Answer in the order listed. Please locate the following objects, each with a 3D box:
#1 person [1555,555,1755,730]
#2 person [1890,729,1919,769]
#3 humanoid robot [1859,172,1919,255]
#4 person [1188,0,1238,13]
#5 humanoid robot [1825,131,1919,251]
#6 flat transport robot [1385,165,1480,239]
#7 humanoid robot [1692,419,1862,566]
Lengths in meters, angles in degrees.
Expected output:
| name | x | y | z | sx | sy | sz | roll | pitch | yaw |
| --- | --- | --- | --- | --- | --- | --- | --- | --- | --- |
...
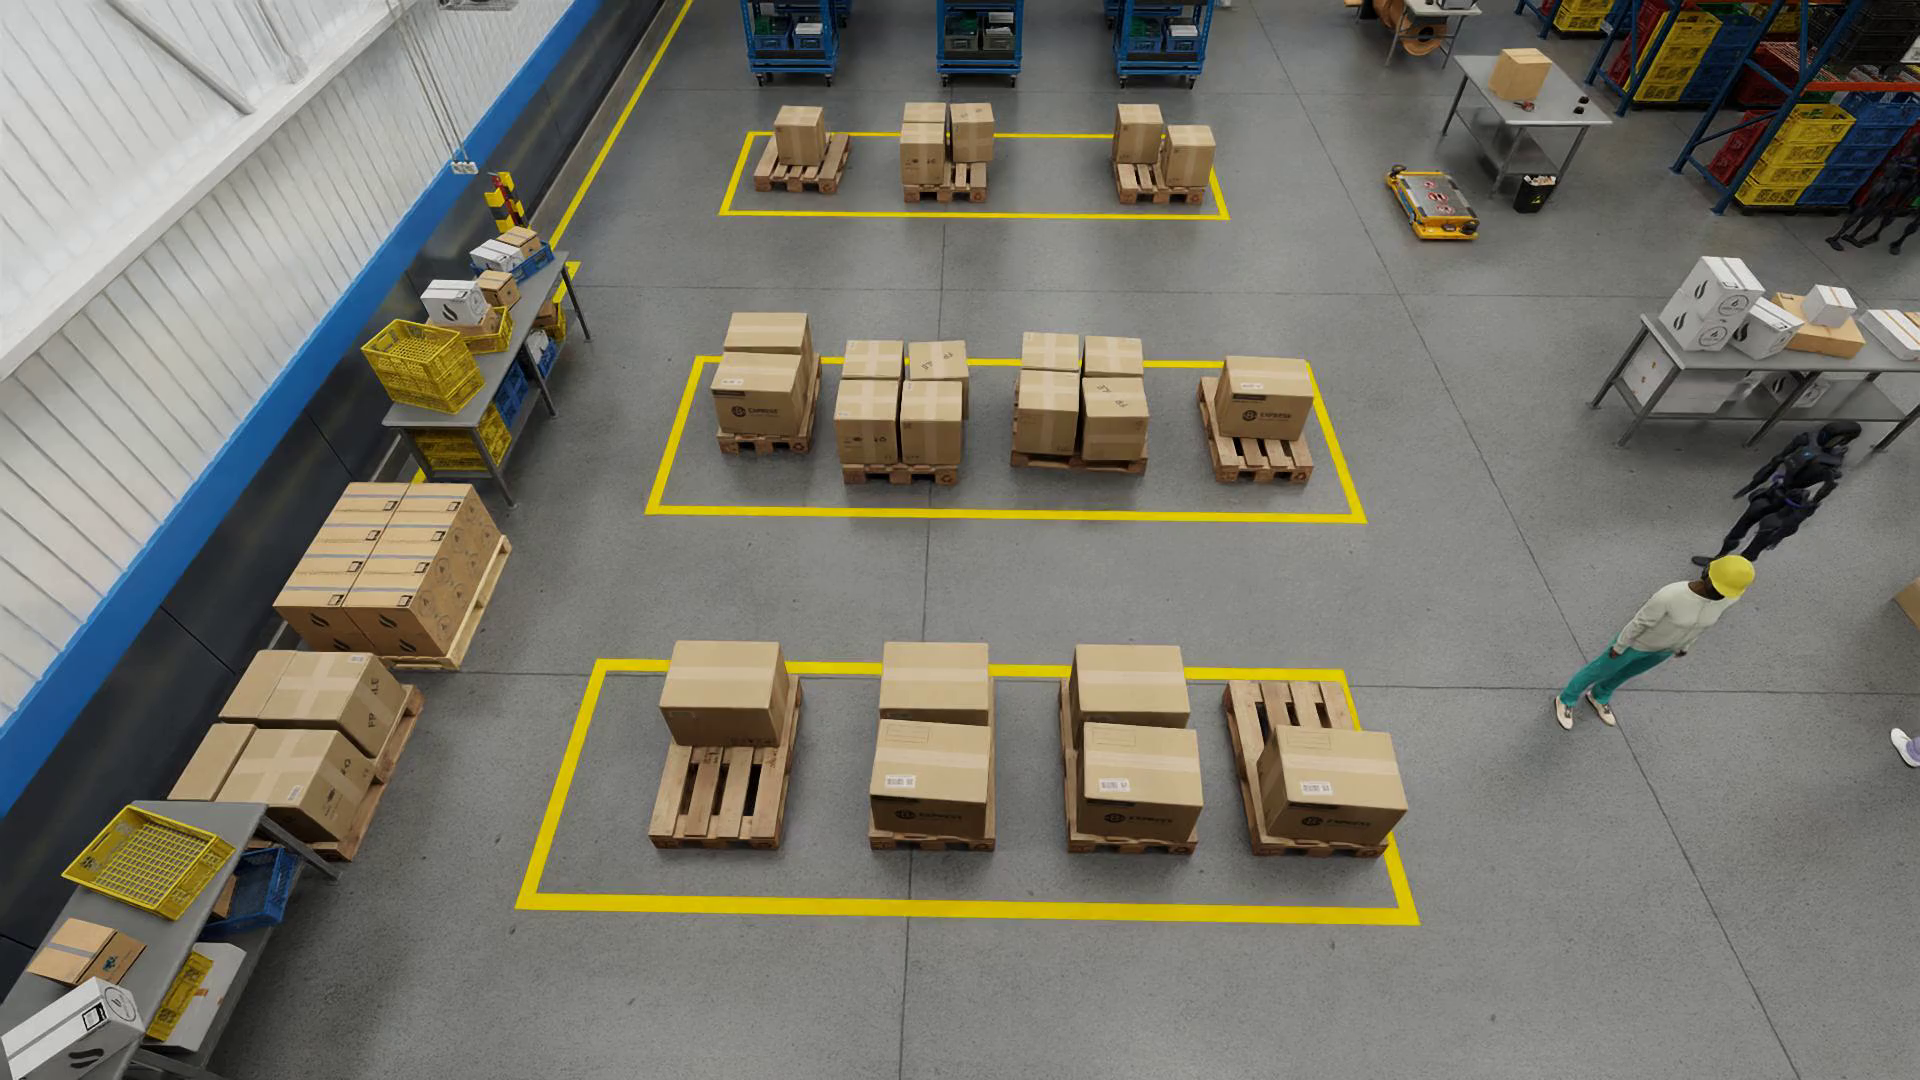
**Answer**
| name | x | y | z | sx | sy | sz | roll | pitch | yaw |
| --- | --- | --- | --- | --- | --- | --- | --- | --- | --- |
| person | 4.511 | 0.678 | 5.956 | 0.524 | 1.765 | 0.327 | -2 | 49 | -2 |
| person | 6.721 | 0.873 | 5.682 | 0.592 | 1.922 | 0.375 | 17 | 51 | 15 |
| humanoid robot | 10.642 | -3.933 | 10.007 | 0.387 | 1.648 | 0.569 | -33 | 57 | -25 |
| person | 4.153 | -9.548 | 14.762 | 0.970 | 1.841 | 0.589 | 10 | 50 | 9 |
| humanoid robot | 10.305 | -3.968 | 10.027 | 0.590 | 1.657 | 0.327 | -9 | 50 | -8 |
| flat transport robot | 5.692 | -4.094 | 11.059 | 0.652 | 0.197 | 1.431 | 1 | 49 | 1 |
| humanoid robot | 6.077 | -0.256 | 6.821 | 0.342 | 1.647 | 0.576 | 5 | 49 | 4 |
